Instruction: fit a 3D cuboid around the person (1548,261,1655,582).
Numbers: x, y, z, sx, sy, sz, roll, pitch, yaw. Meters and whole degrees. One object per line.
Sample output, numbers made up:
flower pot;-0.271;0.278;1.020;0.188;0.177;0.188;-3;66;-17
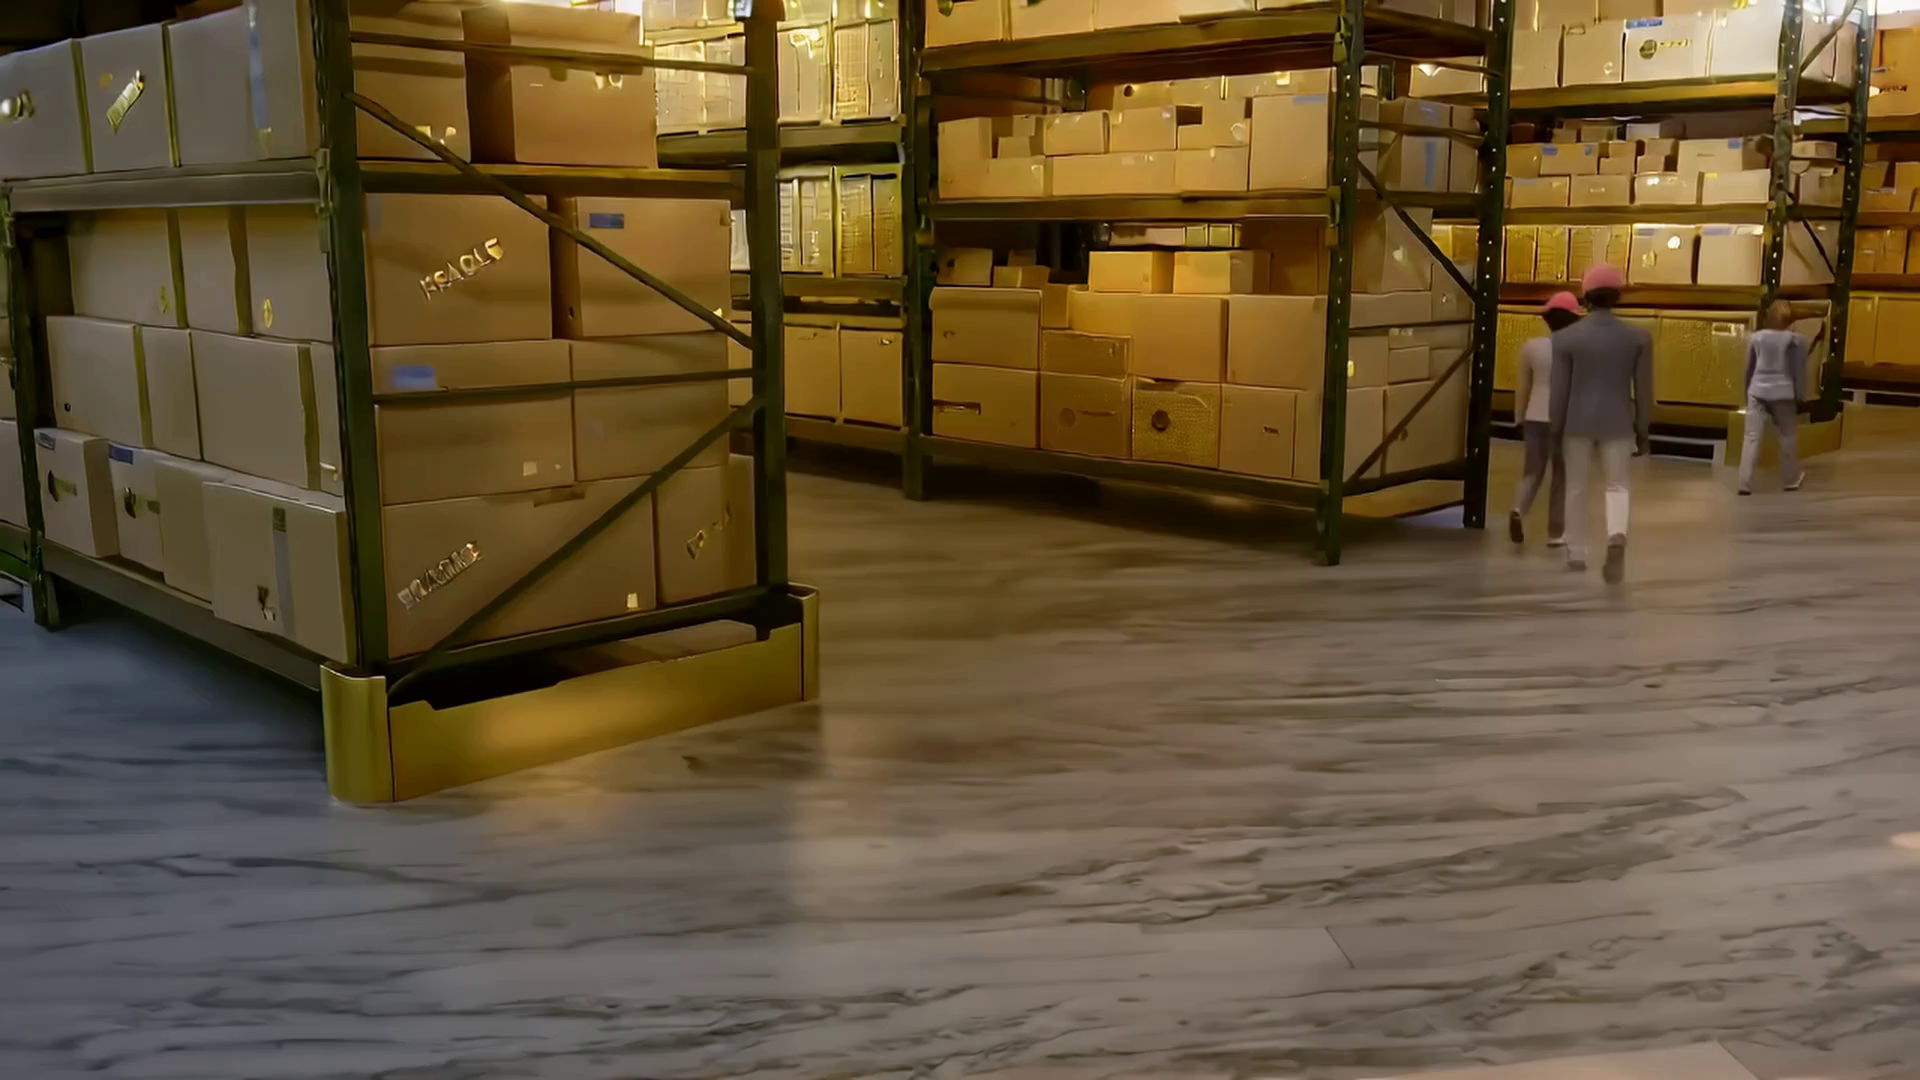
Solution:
person;3.912;-0.705;10.164;0.627;1.978;0.743;2;11;12

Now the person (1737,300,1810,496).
person;6.726;-1.167;13.715;0.857;1.592;0.558;-9;14;-40

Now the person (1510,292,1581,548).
person;3.988;-0.799;11.253;0.538;1.750;0.542;-10;14;-43
